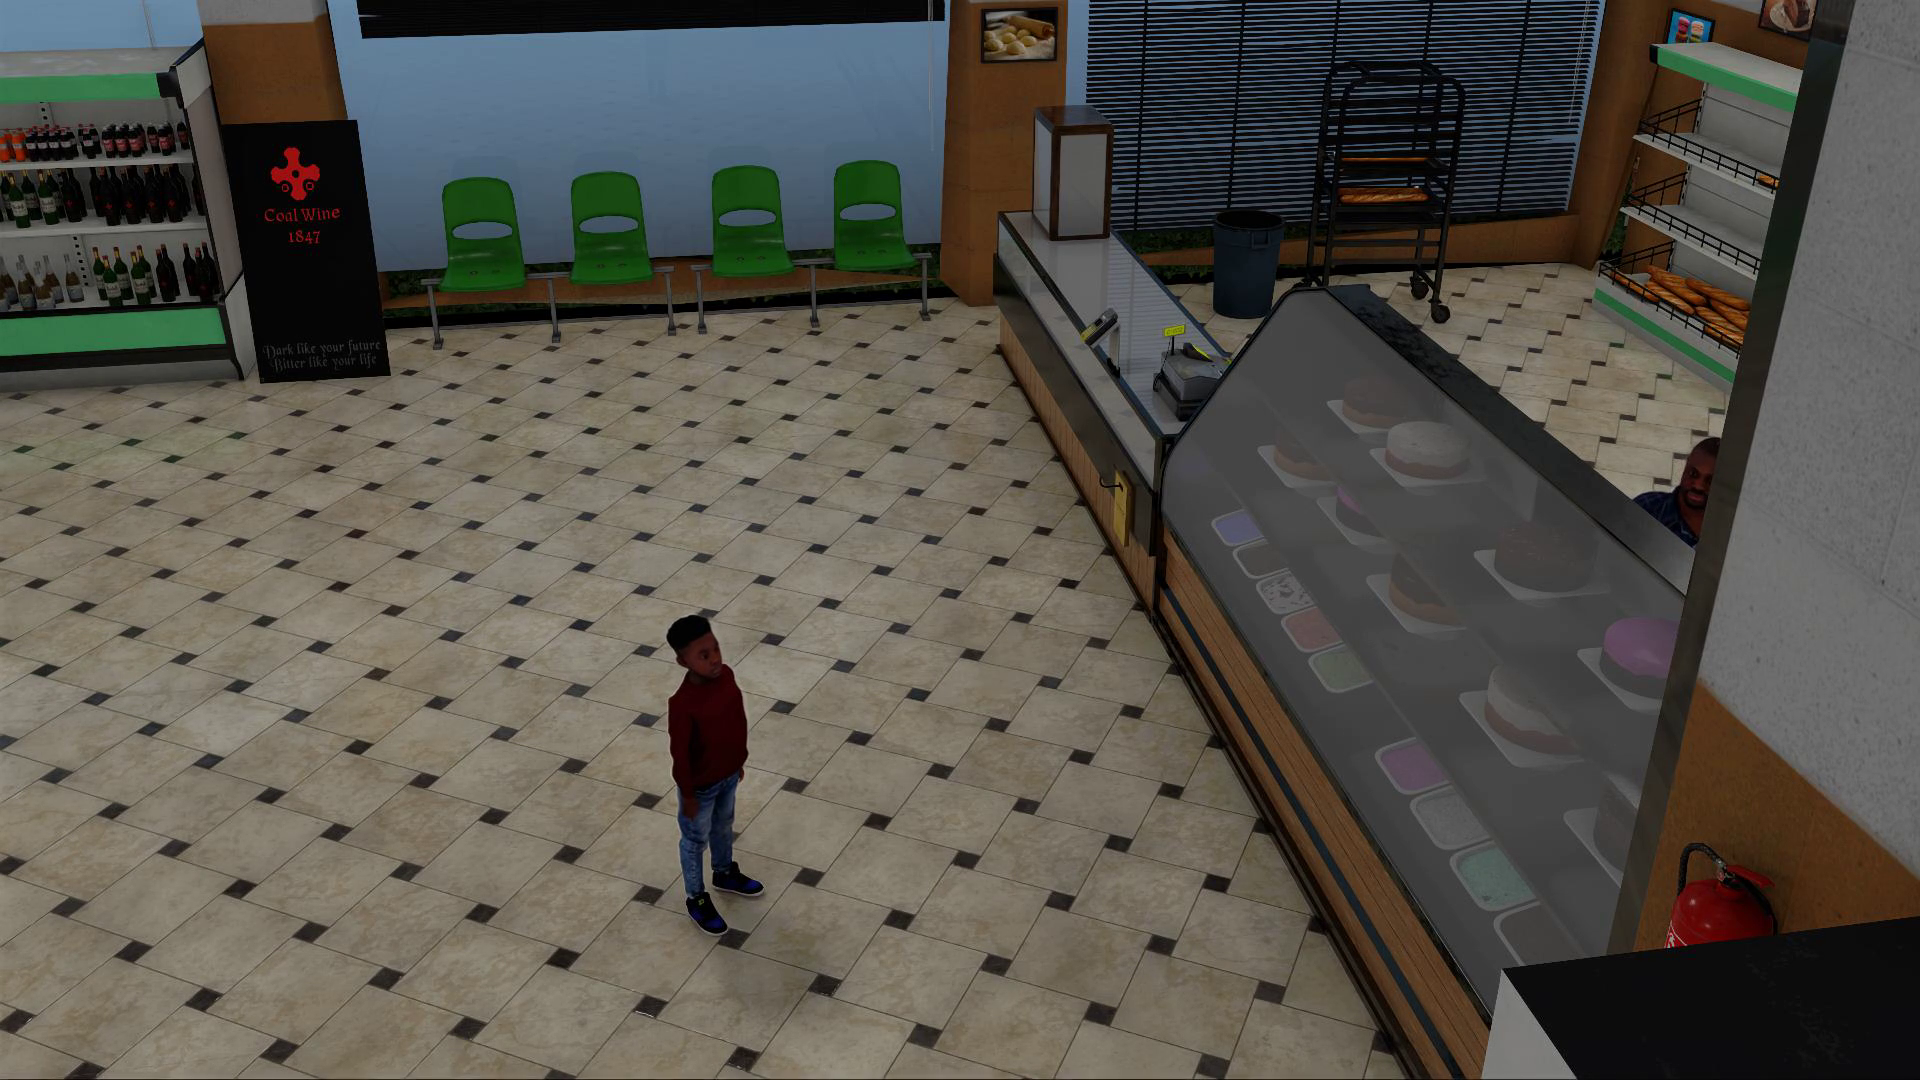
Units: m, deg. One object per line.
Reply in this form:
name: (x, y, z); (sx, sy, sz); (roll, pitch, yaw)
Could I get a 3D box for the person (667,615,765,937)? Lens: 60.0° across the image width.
person: (-0.930, 0.834, 6.111); (0.633, 1.256, 0.586); (14, 30, 25)

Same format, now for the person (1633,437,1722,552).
person: (2.645, 0.439, 6.262); (0.648, 1.824, 0.798); (4, 27, 8)
